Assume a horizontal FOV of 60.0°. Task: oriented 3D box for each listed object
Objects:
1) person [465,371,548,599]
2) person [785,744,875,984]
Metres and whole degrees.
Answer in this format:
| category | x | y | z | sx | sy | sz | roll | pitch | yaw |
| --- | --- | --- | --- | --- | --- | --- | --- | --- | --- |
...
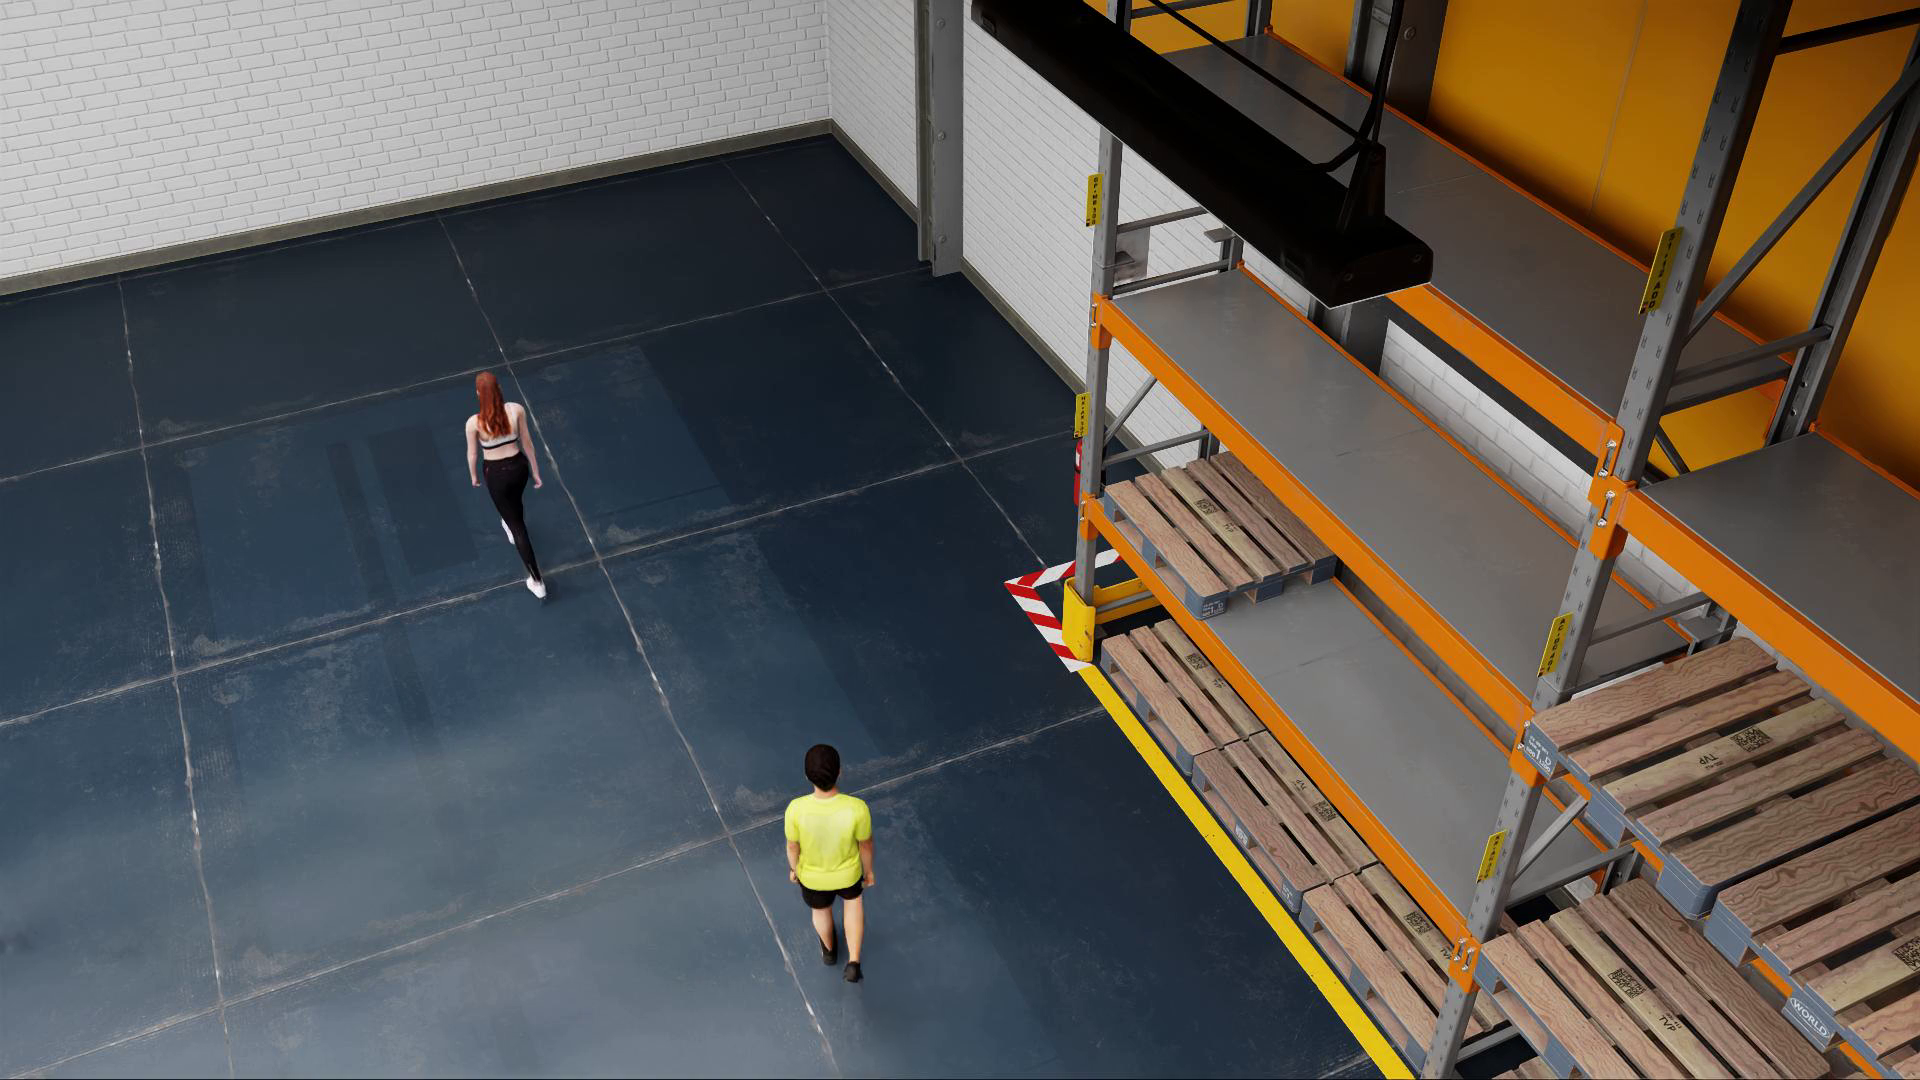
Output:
| category | x | y | z | sx | sy | sz | roll | pitch | yaw |
| --- | --- | --- | --- | --- | --- | --- | --- | --- | --- |
| person | -3.172 | -0.358 | 11.766 | 0.684 | 1.681 | 1.234 | -21 | 43 | -24 |
| person | -0.699 | 1.816 | 9.034 | 0.771 | 1.694 | 0.908 | -4 | 39 | -5 |
